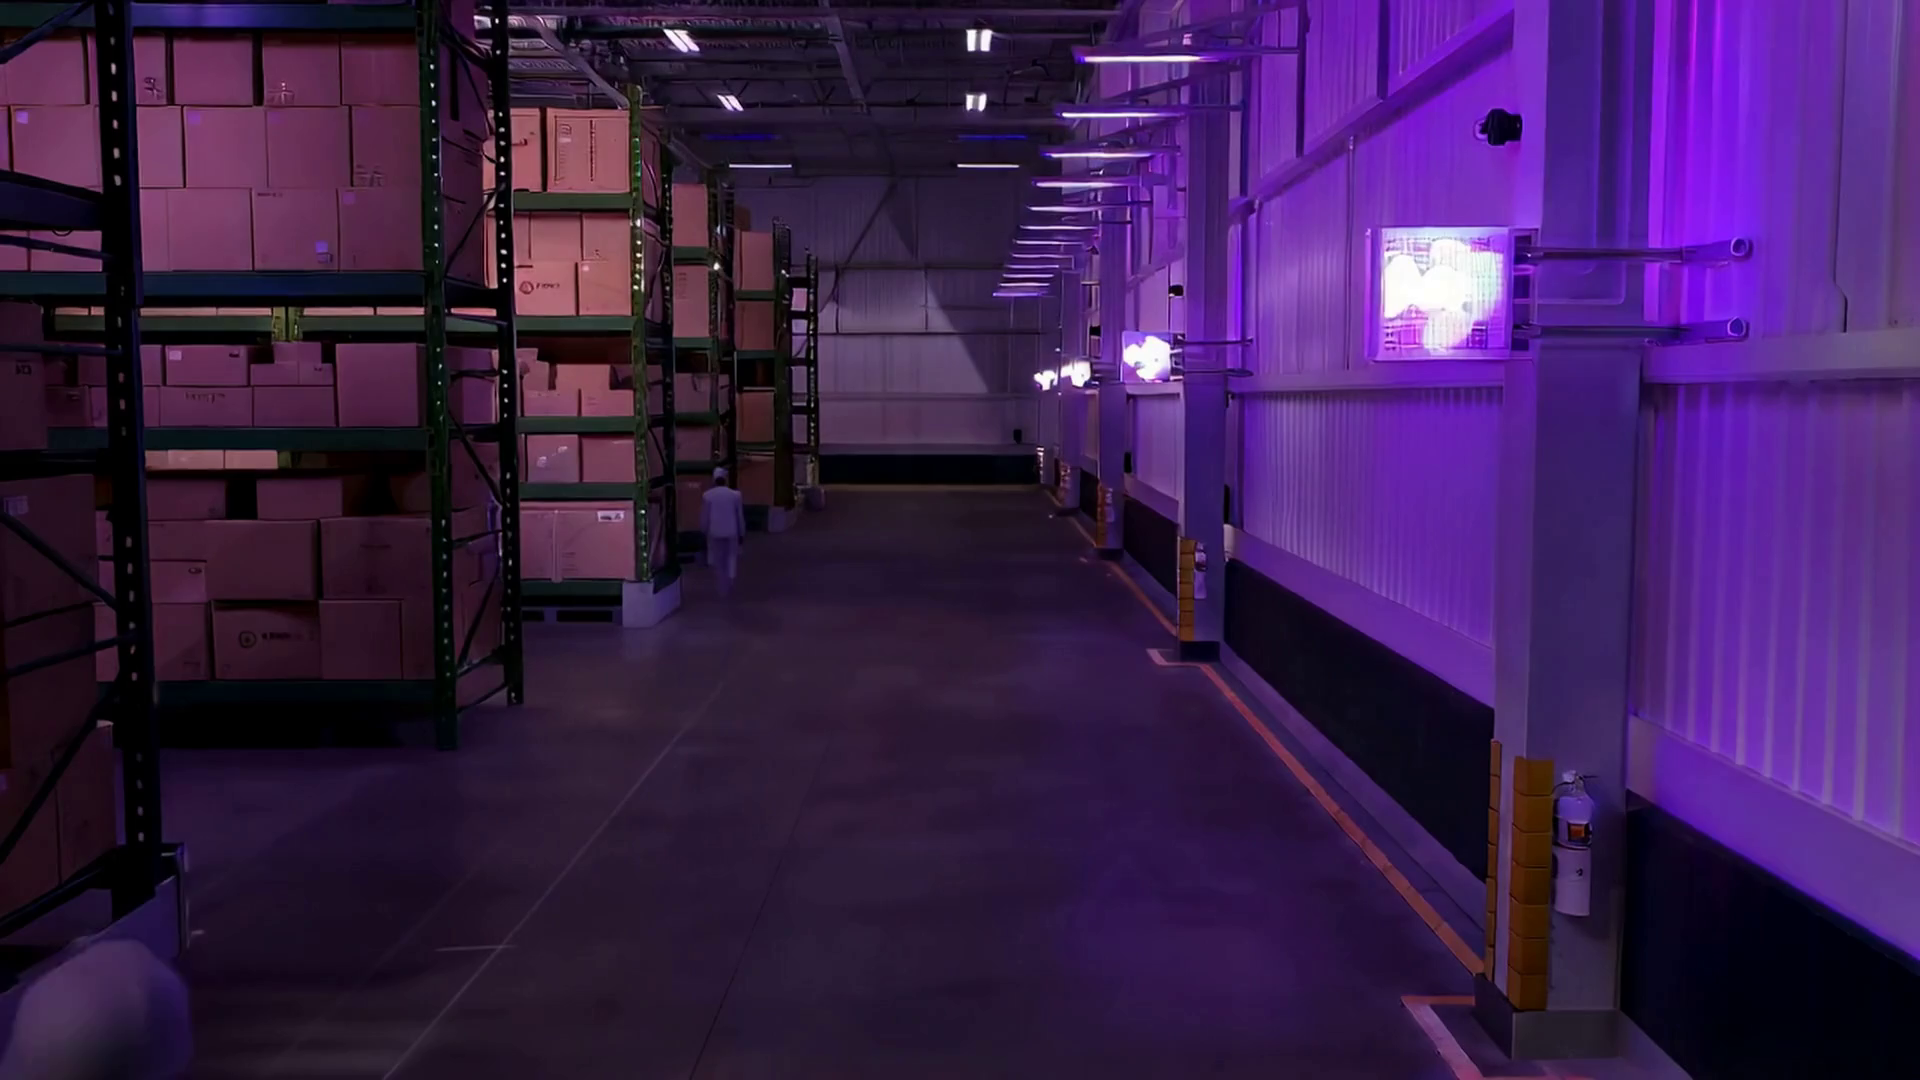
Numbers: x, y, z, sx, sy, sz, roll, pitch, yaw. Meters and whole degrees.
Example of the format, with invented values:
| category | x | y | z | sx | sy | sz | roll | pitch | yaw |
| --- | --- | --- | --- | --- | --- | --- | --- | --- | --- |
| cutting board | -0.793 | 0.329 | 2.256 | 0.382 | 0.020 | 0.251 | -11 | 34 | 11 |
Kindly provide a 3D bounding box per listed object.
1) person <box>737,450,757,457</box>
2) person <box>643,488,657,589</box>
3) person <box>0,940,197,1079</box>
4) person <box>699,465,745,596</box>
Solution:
| category | x | y | z | sx | sy | sz | roll | pitch | yaw |
| --- | --- | --- | --- | --- | --- | --- | --- | --- | --- |
| person | -4.867 | -1.428 | 37.845 | 0.535 | 1.606 | 0.438 | -1 | 5 | -14 |
| person | -4.360 | -0.256 | 22.694 | 0.546 | 1.875 | 1.039 | -3 | 6 | -29 |
| person | -1.195 | 1.501 | 2.236 | 0.549 | 1.883 | 1.042 | -1 | 5 | -10 |
| person | -3.140 | -0.121 | 21.922 | 0.591 | 1.729 | 0.392 | -1 | 5 | -14 |
